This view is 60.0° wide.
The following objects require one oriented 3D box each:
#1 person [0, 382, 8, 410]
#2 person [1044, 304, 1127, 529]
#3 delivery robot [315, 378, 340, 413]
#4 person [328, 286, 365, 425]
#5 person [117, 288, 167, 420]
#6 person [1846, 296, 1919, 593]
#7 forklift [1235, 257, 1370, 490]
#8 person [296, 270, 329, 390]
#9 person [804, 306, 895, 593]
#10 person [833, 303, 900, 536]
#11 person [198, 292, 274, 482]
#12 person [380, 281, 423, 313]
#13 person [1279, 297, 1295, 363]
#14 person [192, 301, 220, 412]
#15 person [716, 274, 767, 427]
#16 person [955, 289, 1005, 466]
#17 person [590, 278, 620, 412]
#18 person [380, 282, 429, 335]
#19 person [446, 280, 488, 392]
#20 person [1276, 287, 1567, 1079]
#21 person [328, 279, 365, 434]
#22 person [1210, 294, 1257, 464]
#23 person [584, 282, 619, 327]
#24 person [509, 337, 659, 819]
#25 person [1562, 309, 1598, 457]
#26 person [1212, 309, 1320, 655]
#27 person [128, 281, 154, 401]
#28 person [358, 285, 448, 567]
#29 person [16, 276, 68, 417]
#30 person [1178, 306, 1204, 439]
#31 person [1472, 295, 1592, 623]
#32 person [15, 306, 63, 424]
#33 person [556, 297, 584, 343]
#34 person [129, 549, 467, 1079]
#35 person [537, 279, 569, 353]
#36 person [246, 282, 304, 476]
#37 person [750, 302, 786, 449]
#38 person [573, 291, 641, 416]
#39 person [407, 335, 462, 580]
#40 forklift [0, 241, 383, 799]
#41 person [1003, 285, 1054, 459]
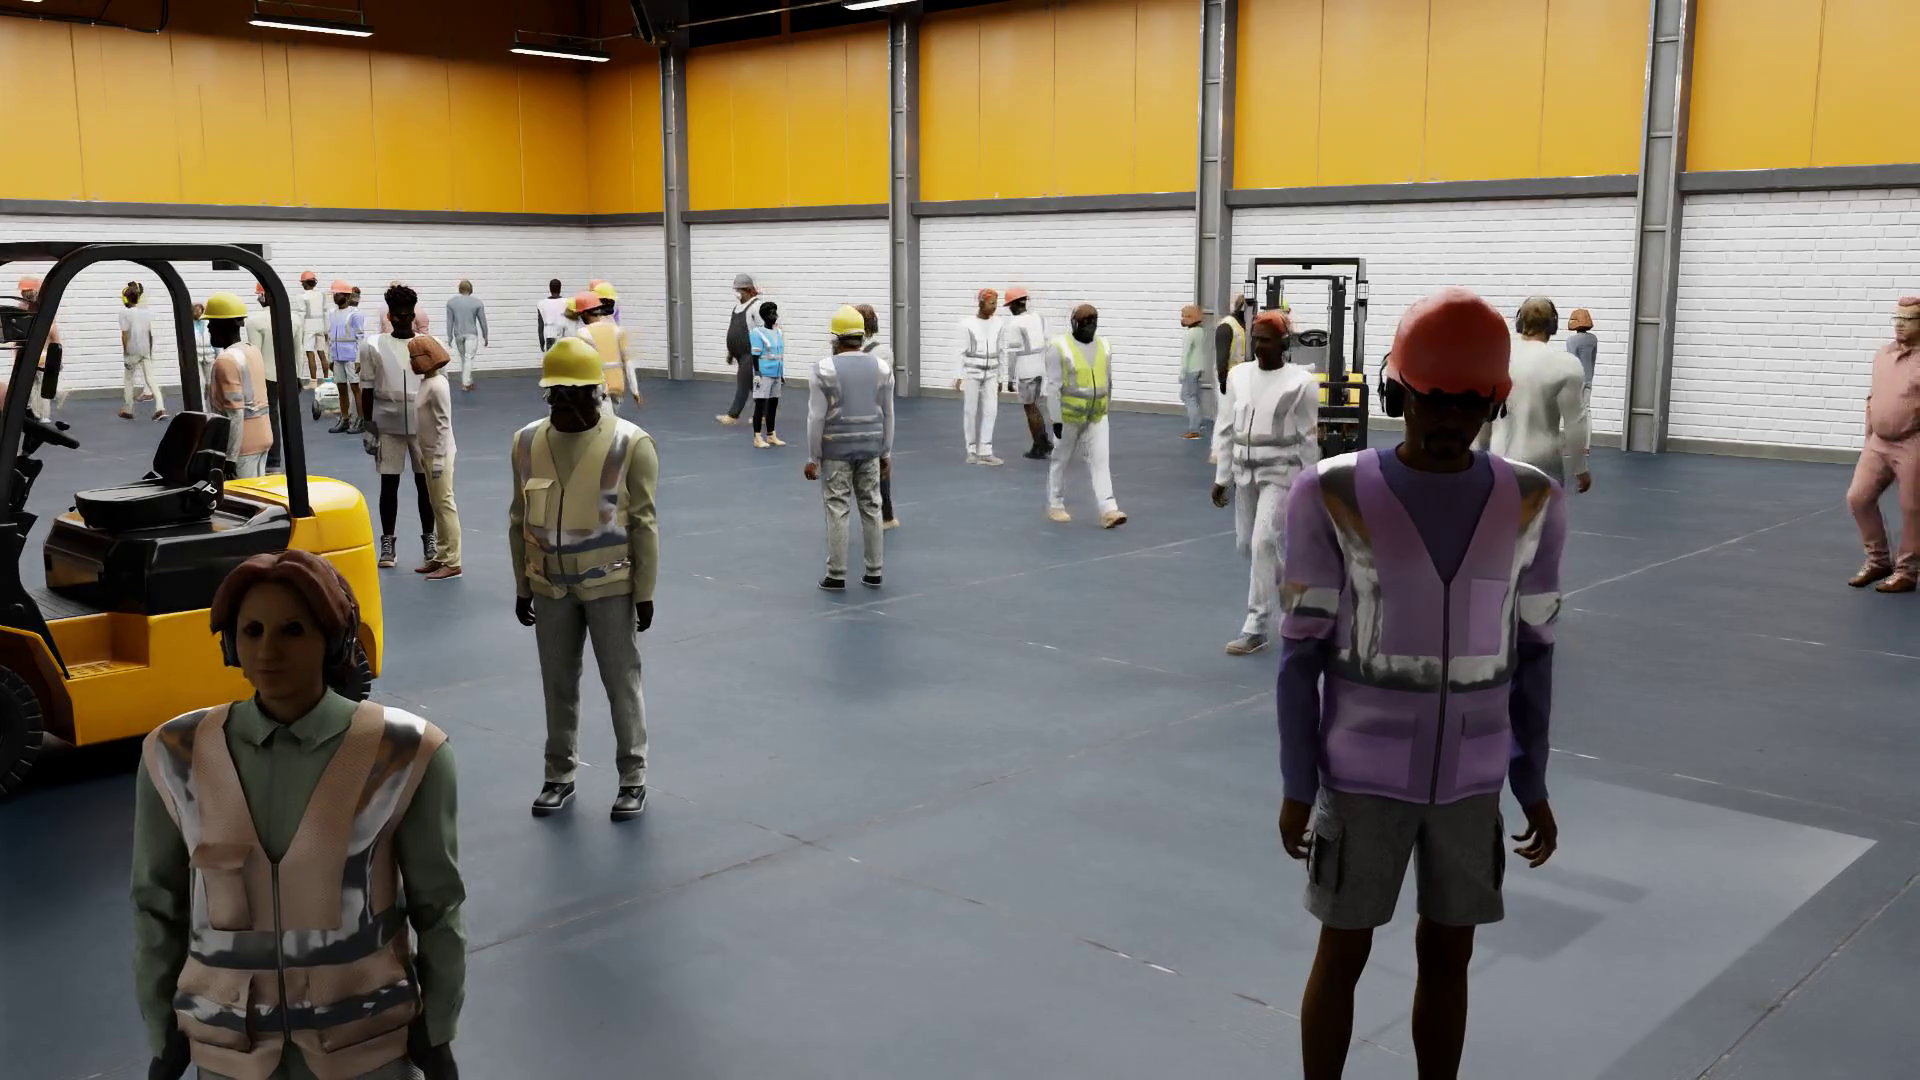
[{"bbox_3d":[-5.661,-0.351,9.526,0.321,1.761,0.522,8,12,41],"label":"person"},{"bbox_3d":[0.986,-0.992,13.371,0.649,1.786,0.971,-4,10,-24],"label":"person"},{"bbox_3d":[-8.734,-2.000,23.032,0.477,0.478,0.707,-4,10,-25],"label":"delivery robot"},{"bbox_3d":[-8.109,-2.446,22.099,0.477,1.843,0.545,4,10,25],"label":"person"},{"bbox_3d":[-11.236,-2.537,22.765,0.942,1.827,0.529,6,11,31],"label":"person"},{"bbox_3d":[5.957,-0.592,10.578,0.508,1.892,0.672,-3,10,-19],"label":"person"},{"bbox_3d":[3.309,-1.629,16.029,1.214,2.155,2.313,2,9,11],"label":"forklift"},{"bbox_3d":[-11.095,-3.580,28.454,0.391,2.041,0.615,5,11,30],"label":"person"},{"bbox_3d":[-0.711,-0.572,10.666,0.607,1.831,0.404,-5,10,-27],"label":"person"},{"bbox_3d":[-0.746,-0.926,12.902,0.529,1.814,0.859,4,10,21],"label":"person"},{"bbox_3d":[-4.563,-0.599,10.528,0.384,1.928,0.588,-1,9,-7],"label":"person"},{"bbox_3d":[-8.011,-2.796,24.126,1.010,1.877,0.618,8,12,40],"label":"person"},{"bbox_3d":[3.467,-1.765,18.166,0.302,1.772,0.523,7,12,37],"label":"person"},{"bbox_3d":[-10.585,-2.506,23.141,0.585,1.621,0.523,9,13,43],"label":"person"},{"bbox_3d":[-2.902,-2.504,21.866,0.953,2.000,0.708,-6,11,-33],"label":"person"},{"bbox_3d":[0.198,-1.715,17.584,0.690,1.856,0.576,-5,10,-26],"label":"person"},{"bbox_3d":[-5.155,-2.783,23.899,0.542,1.936,0.364,-8,12,-39],"label":"person"},{"bbox_3d":[-6.932,-2.246,20.694,0.652,1.906,0.402,2,9,12],"label":"person"},{"bbox_3d":[-8.363,-3.456,28.212,0.650,1.887,1.031,0,9,1],"label":"person"},{"bbox_3d":[0.972,0.494,3.511,0.605,2.033,0.396,-1,9,-3],"label":"person"},{"bbox_3d":[-7.735,-2.301,20.921,0.545,1.942,0.354,4,10,25],"label":"person"},{"bbox_3d":[2.930,-1.708,17.730,0.434,1.810,0.664,8,12,40],"label":"person"},{"bbox_3d":[-3.883,-1.852,18.213,0.381,1.924,0.594,2,9,10],"label":"person"},{"bbox_3d":[-1.417,0.152,6.264,0.591,1.824,0.404,2,9,11],"label":"person"},{"bbox_3d":[6.799,-1.721,18.308,0.498,1.634,0.281,-7,11,-36],"label":"person"},{"bbox_3d":[1.721,-0.337,9.129,0.821,1.862,0.570,-8,12,-41],"label":"person"},{"bbox_3d":[-12.905,-3.117,26.131,0.317,1.876,0.531,-3,10,-19],"label":"person"},{"bbox_3d":[-3.864,-0.790,11.606,0.600,1.958,0.377,-3,10,-20],"label":"person"},{"bbox_3d":[-12.908,-2.707,23.290,0.628,1.977,0.718,5,11,29],"label":"person"},{"bbox_3d":[2.797,-2.041,20.294,0.366,1.619,0.526,5,11,28],"label":"person"},{"bbox_3d":[3.277,-0.443,9.591,0.556,1.928,0.662,-8,12,-42],"label":"person"},{"bbox_3d":[-12.356,-2.380,22.367,0.543,1.618,0.603,-3,10,-15],"label":"person"},{"bbox_3d":[-5.413,-2.506,22.942,0.782,1.692,0.541,7,11,36],"label":"person"},{"bbox_3d":[-1.055,0.821,2.695,0.513,1.645,0.307,-1,9,-7],"label":"person"},{"bbox_3d":[-6.430,-3.197,26.532,0.592,1.910,0.385,0,9,0],"label":"person"},{"bbox_3d":[-6.879,-1.640,16.707,0.381,1.994,0.622,6,11,31],"label":"person"},{"bbox_3d":[-2.214,-1.908,19.261,0.317,1.695,0.540,6,11,32],"label":"person"},{"bbox_3d":[-3.346,-1.432,15.848,0.978,1.878,0.591,9,13,42],"label":"person"},{"bbox_3d":[-3.521,-0.551,11.135,0.278,1.633,0.497,-5,10,-27],"label":"person"},{"bbox_3d":[-3.706,-0.171,7.093,1.214,2.155,2.313,9,13,43],"label":"forklift"},{"bbox_3d":[0.722,-1.815,18.111,0.515,1.889,0.613,9,13,43],"label":"person"}]
